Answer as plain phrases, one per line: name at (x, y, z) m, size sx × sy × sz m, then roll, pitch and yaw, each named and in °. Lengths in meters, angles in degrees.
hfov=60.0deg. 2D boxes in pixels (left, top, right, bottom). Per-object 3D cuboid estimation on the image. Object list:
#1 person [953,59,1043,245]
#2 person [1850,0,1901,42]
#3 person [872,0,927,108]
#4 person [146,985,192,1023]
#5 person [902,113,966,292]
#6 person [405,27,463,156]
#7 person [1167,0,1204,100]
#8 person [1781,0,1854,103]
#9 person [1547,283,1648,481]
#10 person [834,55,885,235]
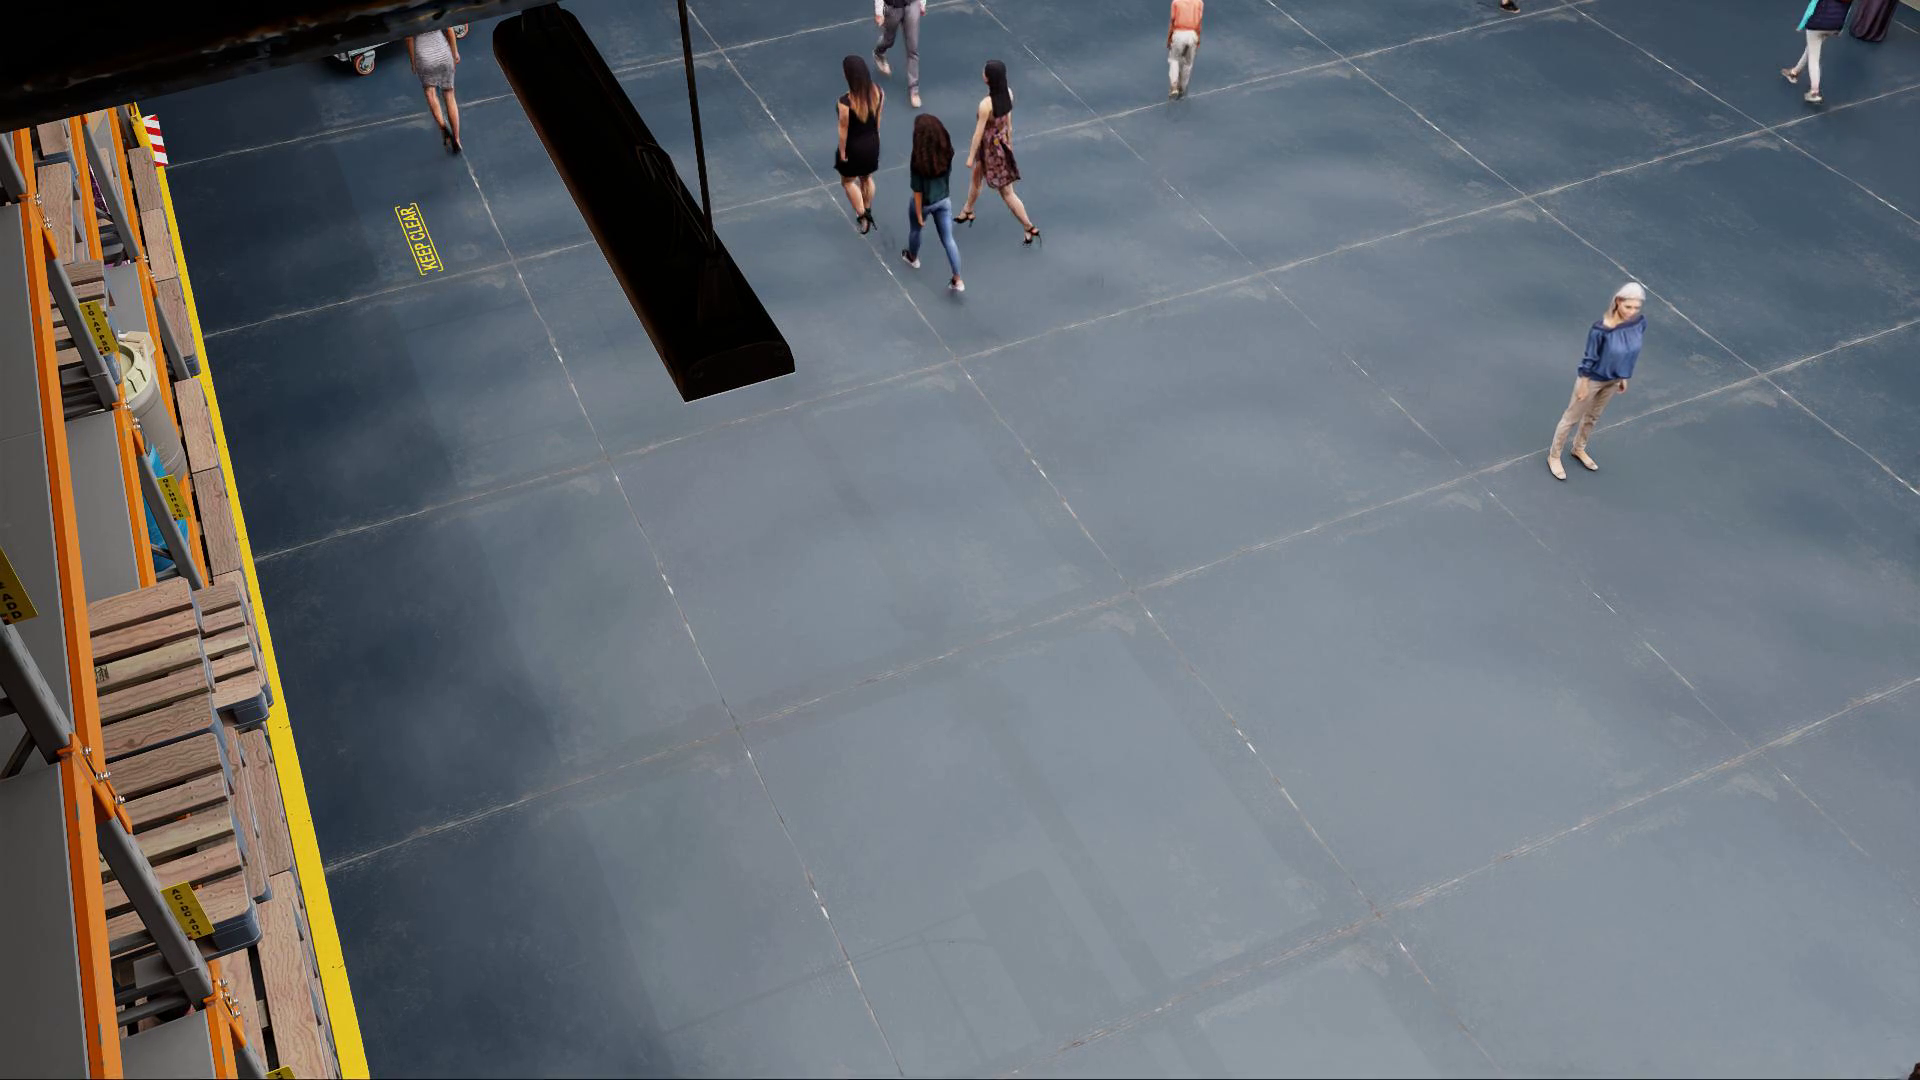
person at (0.369, -3.324, 14.556) m, size 1.230 × 1.728 × 1.023 m, roll 23°, pitch 48°, yaw 22°
person at (9.863, -6.099, 17.550) m, size 0.782 × 1.615 × 0.719 m, roll 12°, pitch 45°, yaw 12°
person at (-0.640, -5.367, 16.578) m, size 0.761 × 1.896 × 1.214 m, roll -16°, pitch 46°, yaw -16°
person at (-3.637, 2.706, 8.207) m, size 0.599 × 1.754 × 0.577 m, roll -9°, pitch 44°, yaw -9°
person at (-0.187, -2.837, 14.151) m, size 0.660 × 1.581 × 1.110 m, roll -22°, pitch 48°, yaw -21°
person at (-4.941, -4.449, 15.678) m, size 0.645 × 1.808 × 0.638 m, roll -13°, pitch 45°, yaw -13°
person at (2.251, -5.000, 16.623) m, size 0.620 × 1.302 × 0.695 m, roll 3°, pitch 44°, yaw 3°
person at (8.653, -5.101, 16.609) m, size 0.736 × 1.468 × 1.026 m, roll -7°, pitch 44°, yaw -7°
person at (4.752, -1.200, 12.347) m, size 0.624 × 1.699 × 0.576 m, roll -15°, pitch 46°, yaw -15°
person at (-0.850, -3.456, 14.706) m, size 0.732 × 1.711 × 0.773 m, roll -29°, pitch 51°, yaw -27°
